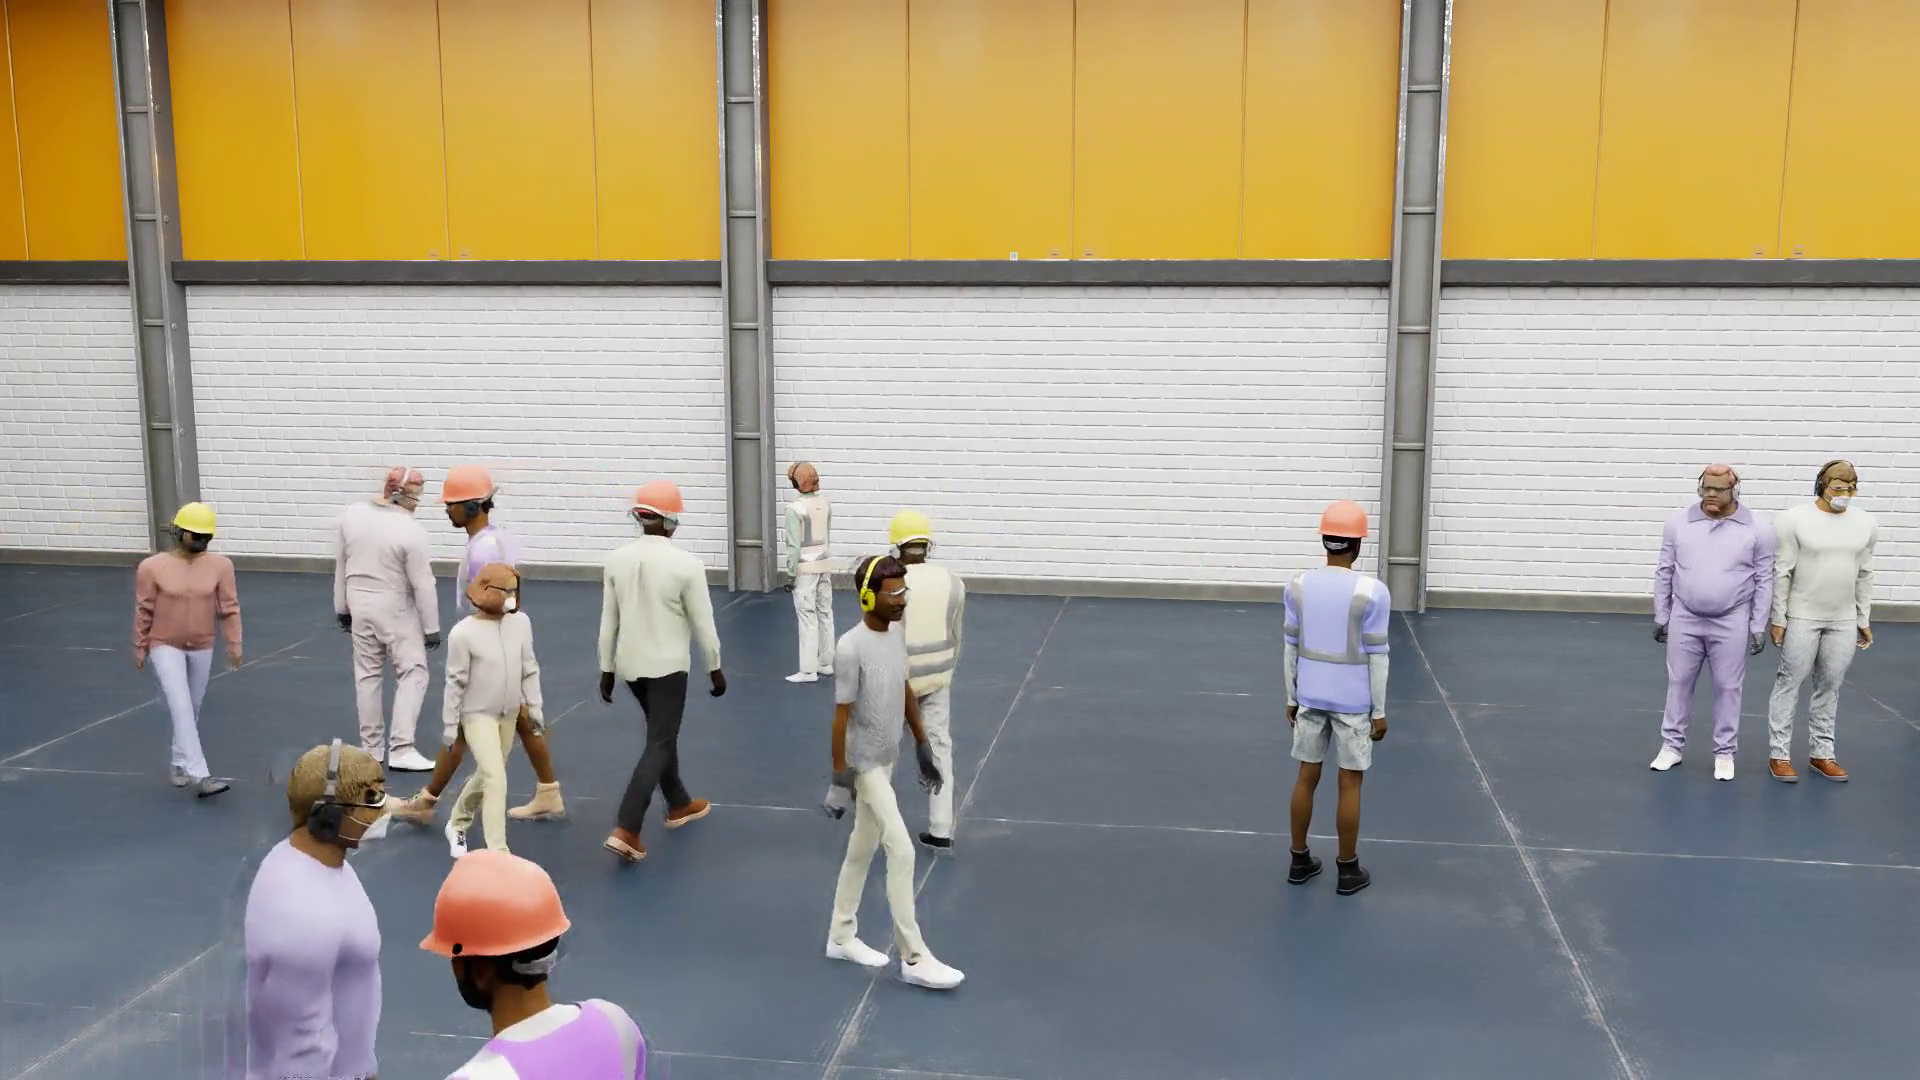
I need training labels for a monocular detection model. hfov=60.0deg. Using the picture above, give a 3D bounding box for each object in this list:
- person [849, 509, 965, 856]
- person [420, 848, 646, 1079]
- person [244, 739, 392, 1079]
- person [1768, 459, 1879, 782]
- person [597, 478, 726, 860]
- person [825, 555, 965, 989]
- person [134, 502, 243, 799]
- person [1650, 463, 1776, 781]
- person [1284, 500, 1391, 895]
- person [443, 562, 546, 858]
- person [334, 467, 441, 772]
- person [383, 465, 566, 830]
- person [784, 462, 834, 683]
[{"bbox_3d":[-0.276,0.720,8.844,0.617,1.775,0.939,-5,10,-28],"label":"person"},{"bbox_3d":[-0.839,1.555,3.320,0.636,1.906,0.556,5,11,29],"label":"person"},{"bbox_3d":[-1.653,1.426,4.222,1.056,1.882,0.631,-4,10,-23],"label":"person"},{"bbox_3d":[5.111,0.478,9.878,0.627,1.935,0.371,0,9,-2],"label":"person"},{"bbox_3d":[-1.617,0.655,8.729,0.626,1.960,0.984,5,10,28],"label":"person"},{"bbox_3d":[-0.245,0.978,7.107,0.829,1.841,0.515,3,10,20],"label":"person"},{"bbox_3d":[-4.427,0.631,9.587,0.543,1.708,0.858,-8,12,-42],"label":"person"},{"bbox_3d":[4.476,0.483,9.941,0.652,1.904,0.402,6,11,34],"label":"person"},{"bbox_3d":[1.845,0.765,8.147,0.541,1.930,0.386,8,12,39],"label":"person"},{"bbox_3d":[-2.406,0.888,8.397,0.794,1.594,0.517,6,11,32],"label":"person"},{"bbox_3d":[-3.497,0.472,10.158,0.727,1.863,0.396,4,10,21],"label":"person"},{"bbox_3d":[-2.660,0.589,9.003,1.039,1.985,0.639,-1,9,-9],"label":"person"},{"bbox_3d":[-1.115,0.241,12.257,0.315,1.636,0.515,5,11,29],"label":"person"}]
